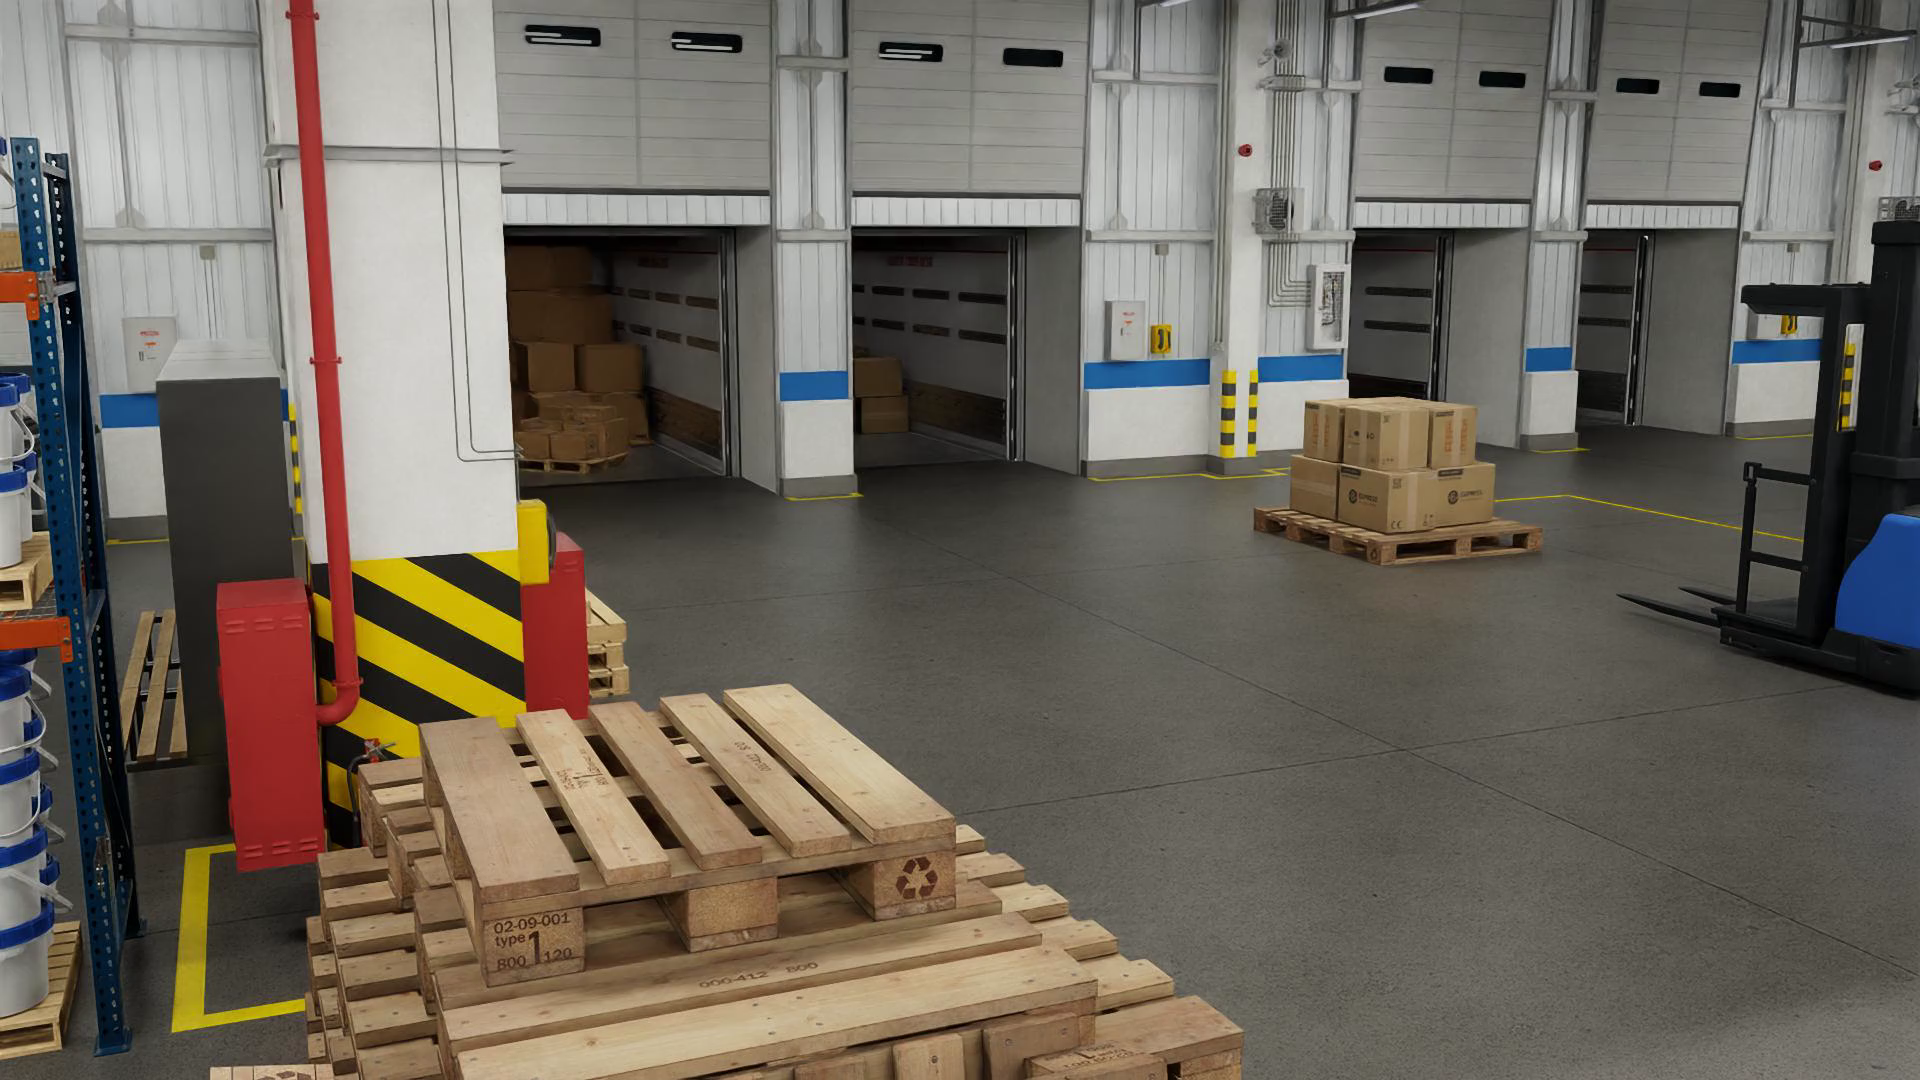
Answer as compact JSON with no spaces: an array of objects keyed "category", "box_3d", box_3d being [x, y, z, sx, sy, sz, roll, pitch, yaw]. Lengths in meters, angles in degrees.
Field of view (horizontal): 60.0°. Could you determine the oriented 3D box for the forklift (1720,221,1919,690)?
[{"category":"forklift","box_3d":[5.949,-0.550,10.218,1.129,2.768,1.873,-4,11,-23]}]
